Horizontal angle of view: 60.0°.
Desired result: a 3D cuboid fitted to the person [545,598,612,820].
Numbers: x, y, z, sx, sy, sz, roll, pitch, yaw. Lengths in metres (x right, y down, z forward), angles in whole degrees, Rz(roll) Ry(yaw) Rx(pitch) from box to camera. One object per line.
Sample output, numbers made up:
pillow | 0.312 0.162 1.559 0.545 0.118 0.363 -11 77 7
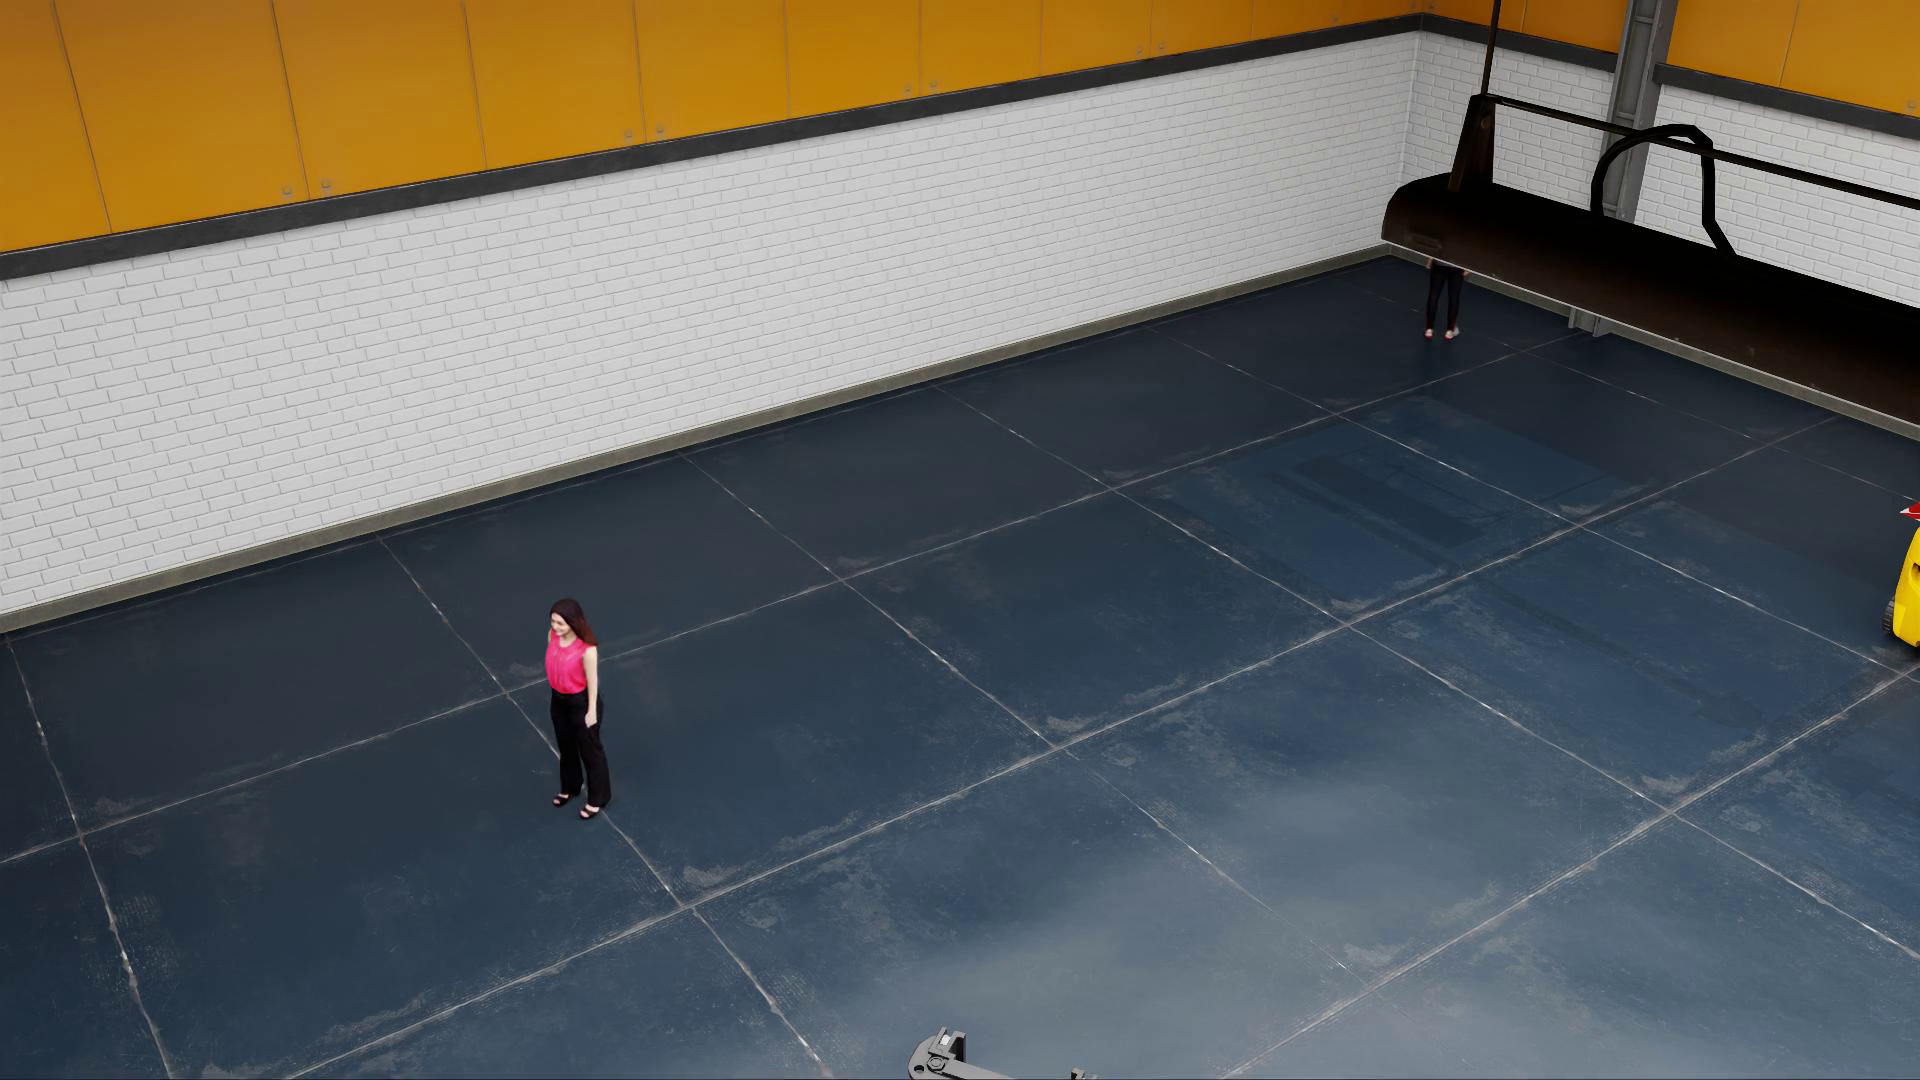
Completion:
person | -2.552 1.094 11.111 0.587 1.660 0.723 19 34 31
